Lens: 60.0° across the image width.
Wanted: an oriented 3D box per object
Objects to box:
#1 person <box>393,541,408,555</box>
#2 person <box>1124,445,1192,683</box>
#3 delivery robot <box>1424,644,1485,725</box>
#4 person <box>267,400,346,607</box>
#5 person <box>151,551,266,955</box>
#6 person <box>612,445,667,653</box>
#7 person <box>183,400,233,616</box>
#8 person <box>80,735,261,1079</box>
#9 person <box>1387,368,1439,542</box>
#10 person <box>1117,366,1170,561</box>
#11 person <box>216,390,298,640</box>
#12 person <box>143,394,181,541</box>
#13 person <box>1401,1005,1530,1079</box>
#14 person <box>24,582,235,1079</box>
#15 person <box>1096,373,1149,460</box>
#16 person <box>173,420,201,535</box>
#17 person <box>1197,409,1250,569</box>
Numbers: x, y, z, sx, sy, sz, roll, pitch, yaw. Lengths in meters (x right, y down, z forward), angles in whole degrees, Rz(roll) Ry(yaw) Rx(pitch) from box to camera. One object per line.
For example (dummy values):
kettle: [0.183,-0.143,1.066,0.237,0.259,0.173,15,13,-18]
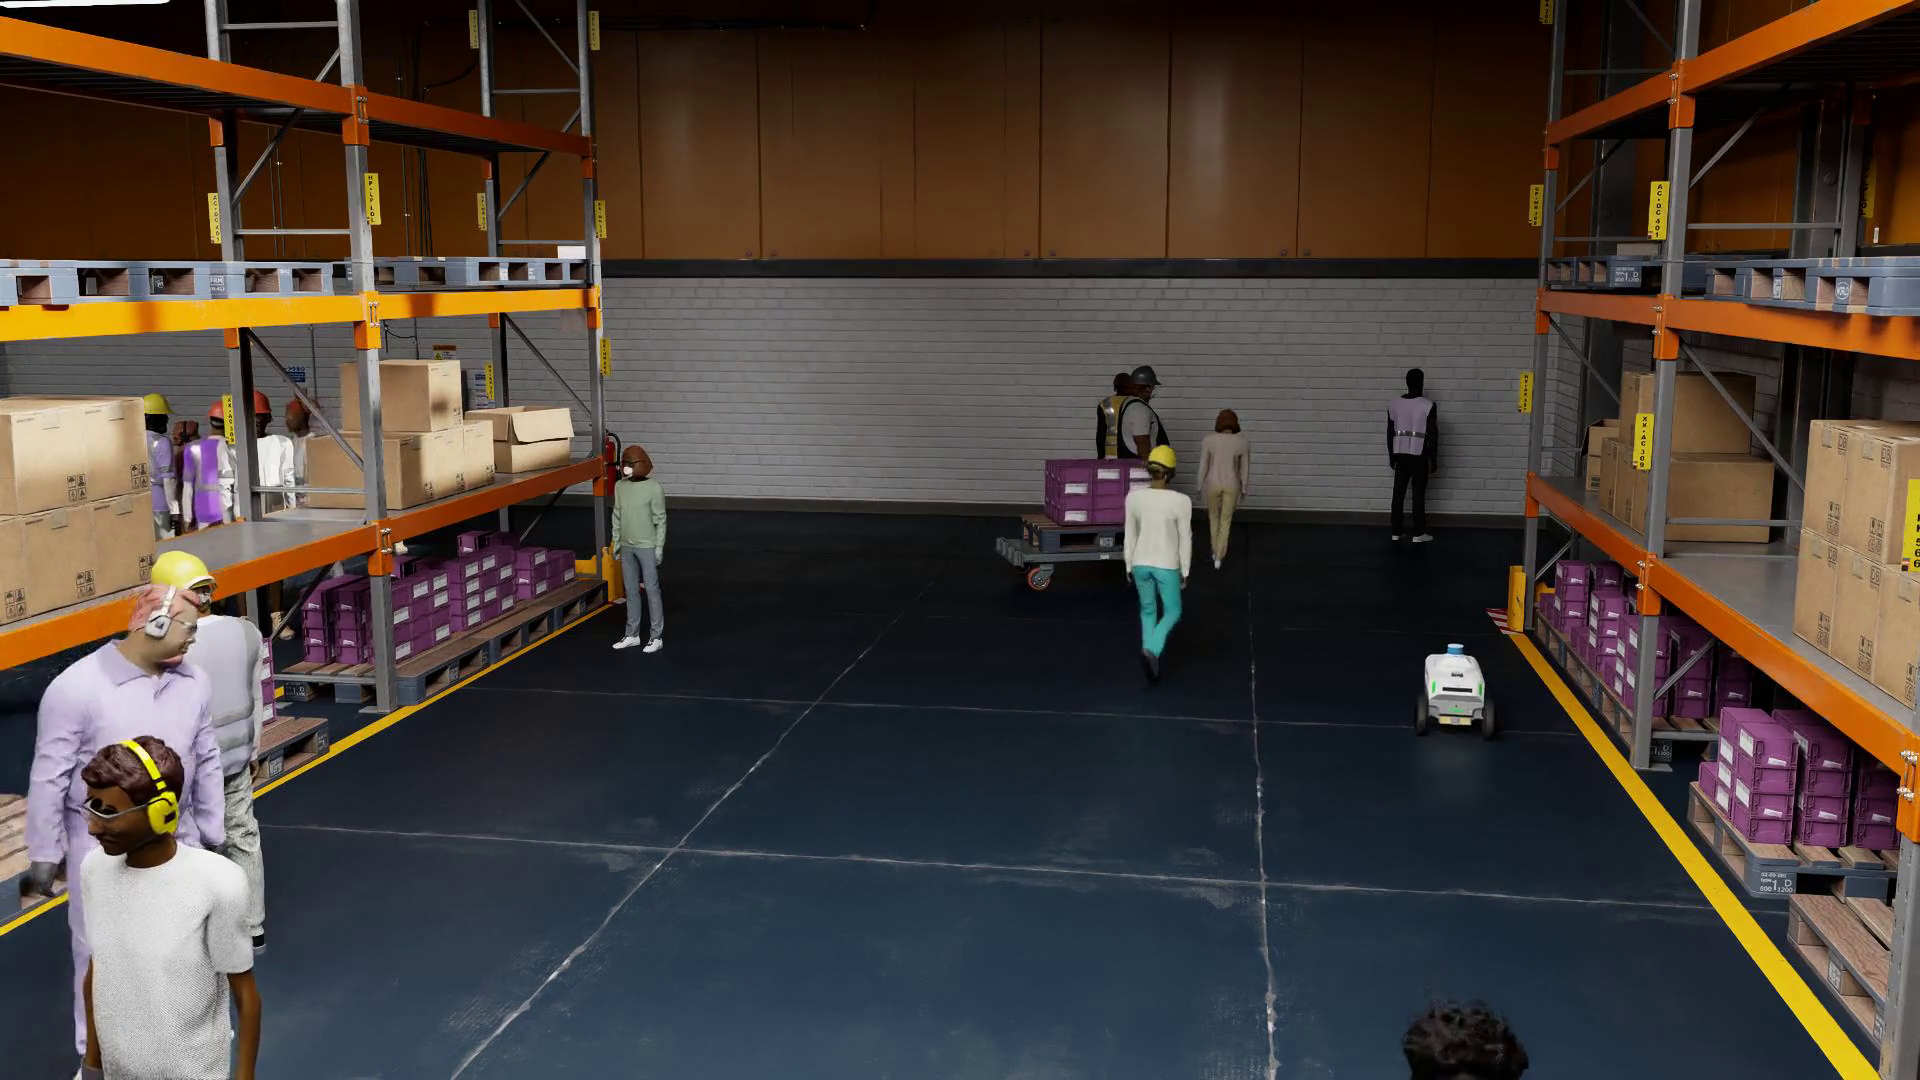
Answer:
person: [-6.083,-0.677,17.484,0.540,1.696,0.315,-1,9,-7]
person: [1.395,0.194,11.963,0.527,1.752,0.555,5,10,28]
delivery robot: [3.221,0.921,10.848,0.477,0.478,0.707,2,9,13]
person: [-5.844,-0.302,14.699,0.593,1.838,0.947,7,12,37]
person: [-3.229,0.947,7.079,0.403,1.823,0.588,4,10,23]
person: [-2.532,0.067,13.087,0.507,1.632,0.276,5,11,29]
person: [-6.255,-0.232,14.086,0.579,1.906,0.653,-3,10,-18]
person: [-2.004,1.397,4.196,0.518,1.859,0.330,2,10,14]
person: [4.991,-0.934,18.381,0.593,1.922,0.392,8,12,40]
person: [1.874,-0.759,16.931,0.538,2.000,0.689,-1,9,-8]
person: [-5.615,-0.184,13.372,0.605,2.045,0.378,-8,12,-42]
person: [-7.005,-0.312,14.522,0.589,1.927,0.388,6,11,31]
person: [0.869,1.678,3.014,0.543,1.678,0.667,2,9,12]
person: [-3.011,1.099,6.018,0.397,1.872,0.769,6,11,31]
person: [1.852,-0.982,18.930,0.624,1.841,0.430,-1,9,-4]
person: [-6.998,-0.268,15.134,0.306,1.640,0.522,-4,10,-24]
person: [2.662,-0.525,16.827,0.518,1.588,0.767,2,9,13]
